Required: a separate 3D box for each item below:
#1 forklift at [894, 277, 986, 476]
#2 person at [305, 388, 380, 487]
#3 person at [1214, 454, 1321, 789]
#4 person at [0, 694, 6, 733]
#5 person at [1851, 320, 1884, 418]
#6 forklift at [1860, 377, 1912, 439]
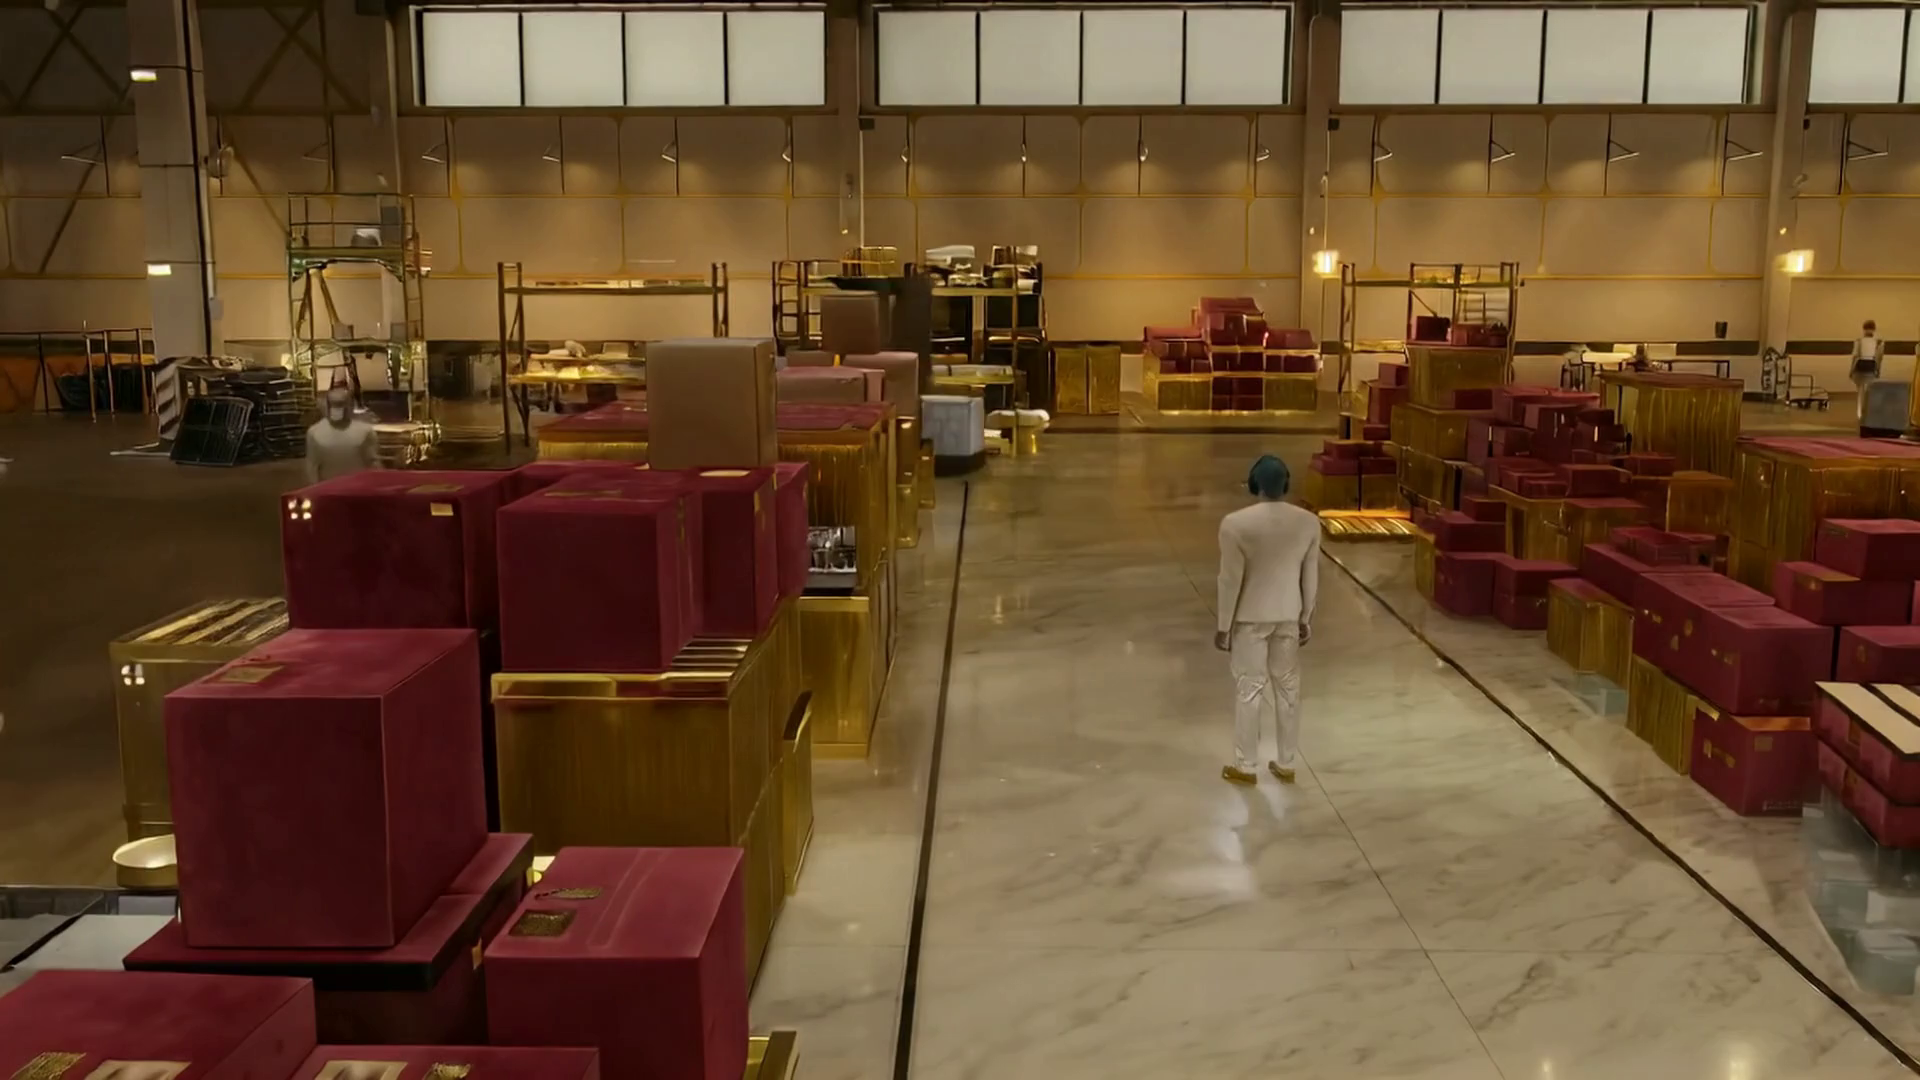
[{"bbox_3d":[-0.639,-2.388,23.938,1.873,2.768,1.129,3,10,15],"label":"forklift"},{"bbox_3d":[-5.538,-0.416,14.978,0.648,1.923,0.493,-1,10,-8],"label":"person"},{"bbox_3d":[1.765,0.471,9.629,0.635,1.938,0.359,-3,10,-18],"label":"person"},{"bbox_3d":[-4.855,0.788,7.822,0.607,1.906,0.589,-4,10,-24],"label":"person"},{"bbox_3d":[17.598,-3.307,32.294,0.560,1.926,0.523,4,10,21],"label":"person"},{"bbox_3d":[15.924,-2.907,27.048,1.129,2.768,1.873,-8,12,-38],"label":"forklift"}]
